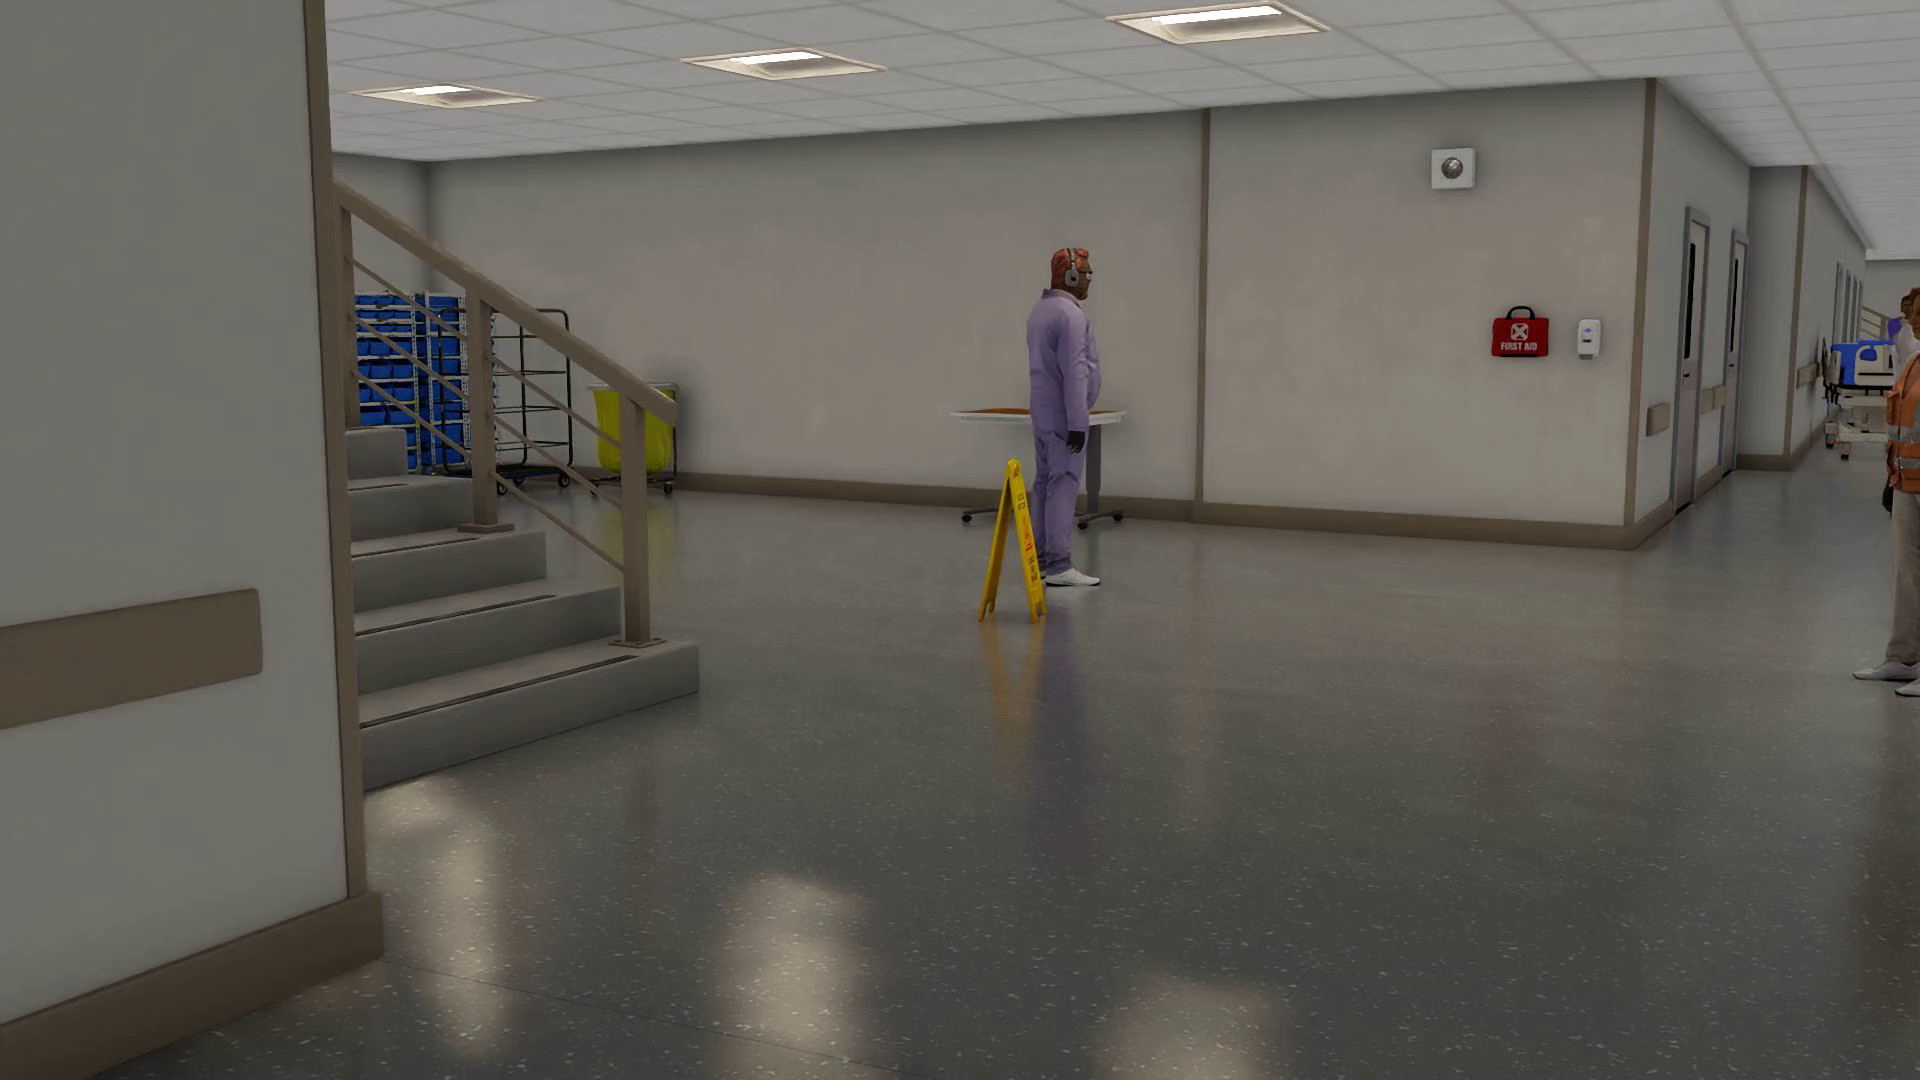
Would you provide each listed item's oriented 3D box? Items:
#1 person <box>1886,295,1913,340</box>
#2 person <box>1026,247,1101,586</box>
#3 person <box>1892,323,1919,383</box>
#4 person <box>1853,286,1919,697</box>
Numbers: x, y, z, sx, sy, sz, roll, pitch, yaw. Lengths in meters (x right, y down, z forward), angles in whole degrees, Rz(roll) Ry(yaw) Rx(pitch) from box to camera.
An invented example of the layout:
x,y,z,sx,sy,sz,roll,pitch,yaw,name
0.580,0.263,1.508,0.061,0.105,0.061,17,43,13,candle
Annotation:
x,y,z,sx,sy,sz,roll,pitch,yaw,name
12.141,-2.212,21.322,0.569,1.845,0.385,7,10,44,person
0.601,-0.687,9.390,0.401,1.904,0.644,-2,8,-15,person
4.676,-0.446,7.830,0.403,1.824,0.592,-3,8,-24,person
3.855,-0.200,6.622,0.307,1.641,0.513,0,7,1,person
